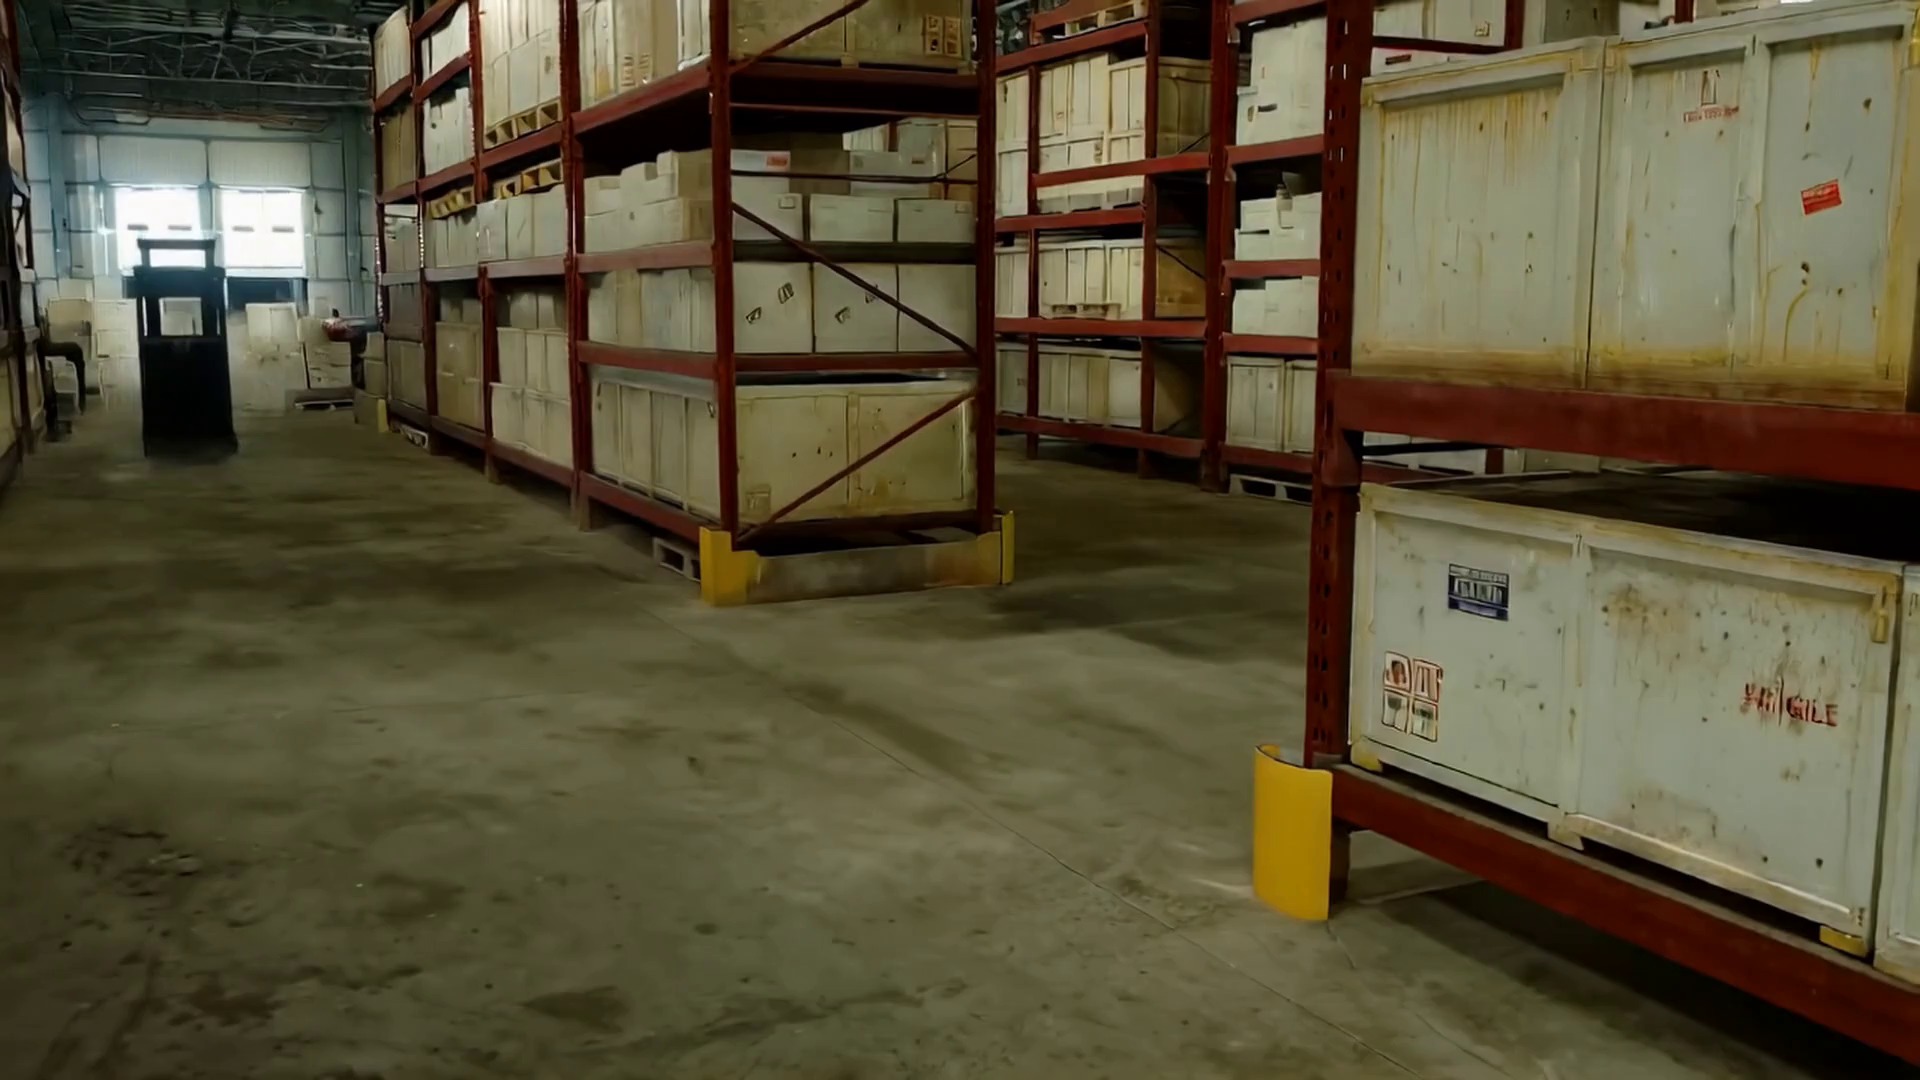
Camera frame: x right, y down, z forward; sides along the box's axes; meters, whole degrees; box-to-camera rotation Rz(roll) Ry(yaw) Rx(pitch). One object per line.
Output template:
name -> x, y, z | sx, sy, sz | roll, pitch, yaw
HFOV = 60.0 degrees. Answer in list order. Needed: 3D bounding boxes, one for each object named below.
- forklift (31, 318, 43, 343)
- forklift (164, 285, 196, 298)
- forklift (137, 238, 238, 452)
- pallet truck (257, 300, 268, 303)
forklift -> -30.587, -7.279, 54.283 | 1.129, 2.768, 1.873 | -4, 9, -26
forklift -> -24.375, -6.952, 52.030 | 1.873, 2.768, 1.129 | 6, 10, 35
forklift -> -10.493, -2.661, 22.441 | 1.129, 2.768, 1.873 | -4, 9, -26
pallet truck -> -23.913, -7.404, 58.171 | 1.885, 1.965, 0.823 | -1, 8, -9
